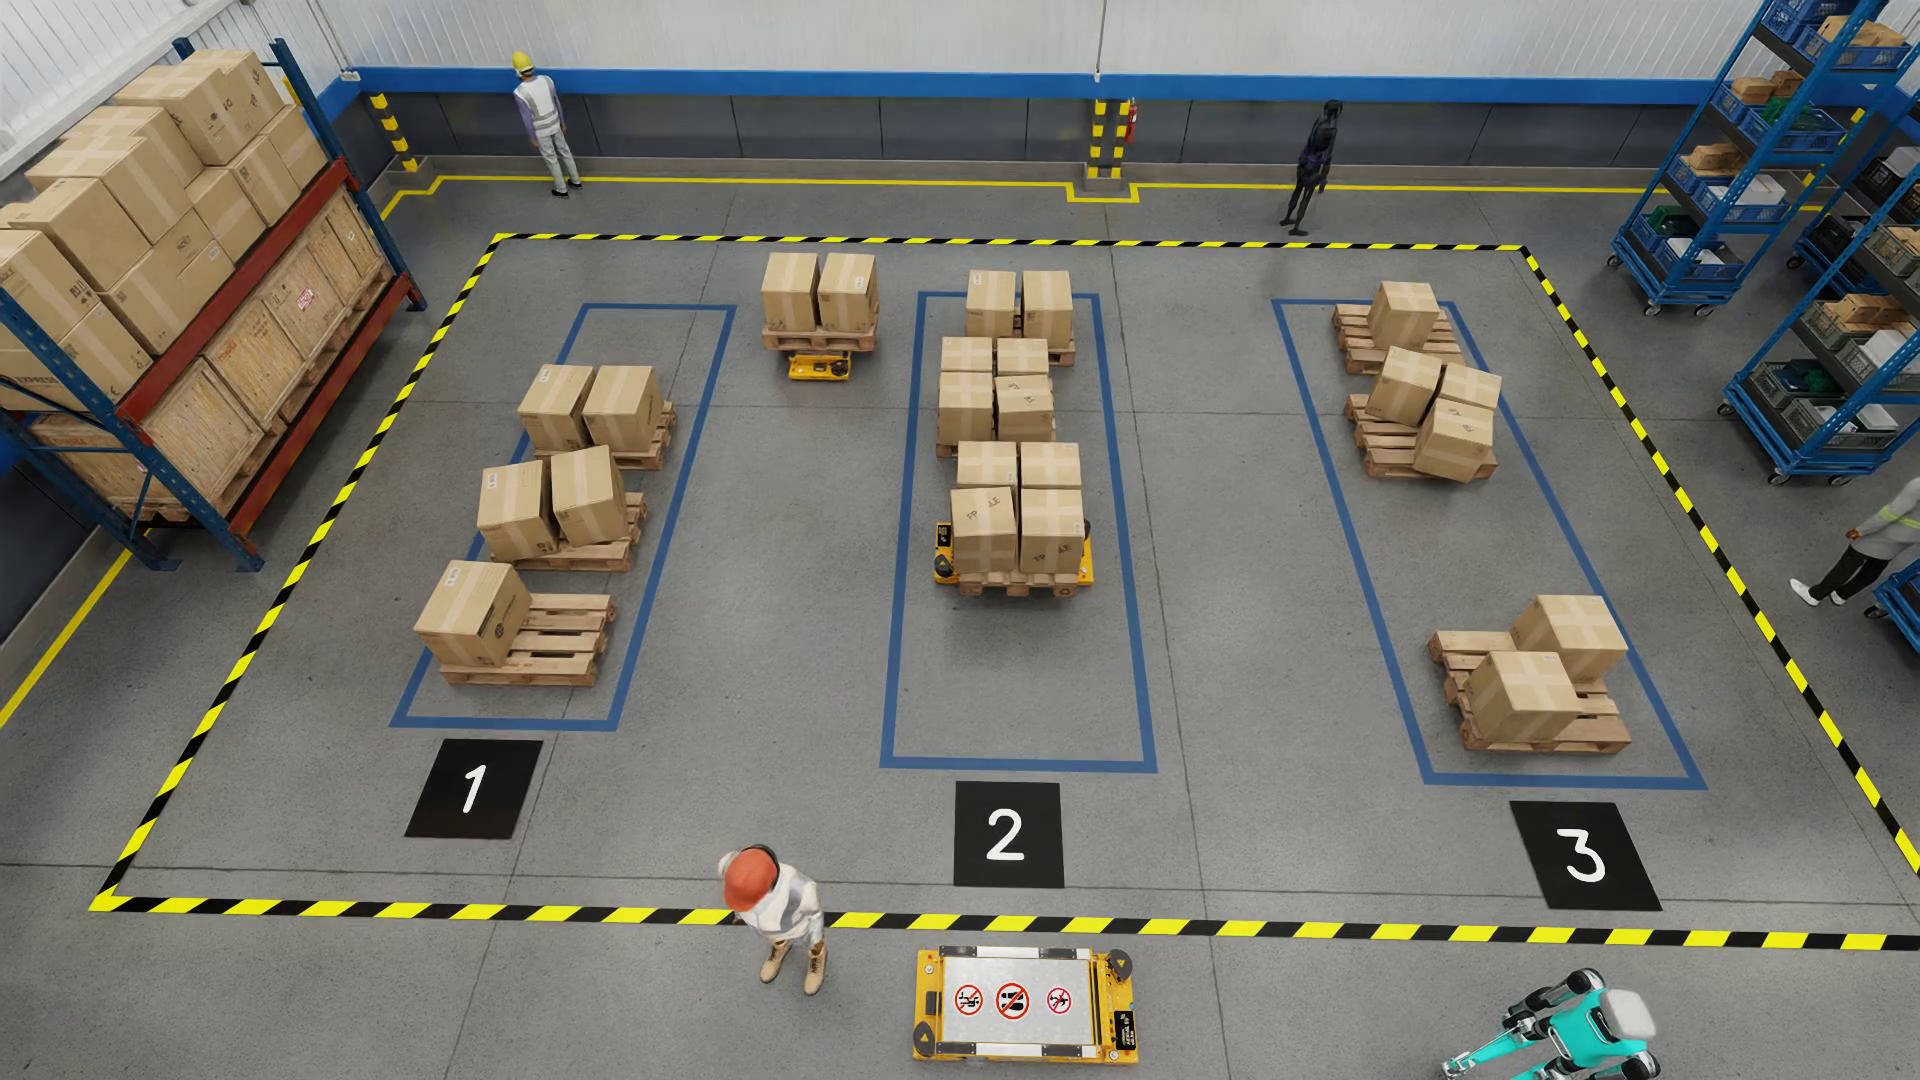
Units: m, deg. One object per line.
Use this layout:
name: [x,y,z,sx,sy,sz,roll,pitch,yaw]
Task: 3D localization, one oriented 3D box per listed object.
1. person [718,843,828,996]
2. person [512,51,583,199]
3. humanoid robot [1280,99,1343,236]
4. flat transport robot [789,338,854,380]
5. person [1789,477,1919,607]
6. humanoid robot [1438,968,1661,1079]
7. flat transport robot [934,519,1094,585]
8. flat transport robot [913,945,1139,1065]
person: [-1.096,2.286,5.486,0.604,2.033,0.388,13,52,11]
person: [-5.358,-5.329,11.820,0.404,1.830,0.601,25,55,19]
humanoid robot: [4.359,-4.611,11.326,0.315,1.657,0.599,-7,51,-6]
flat transport robot: [-1.527,-2.359,10.391,0.652,0.197,1.431,1,51,1]
person: [7.689,-0.108,7.552,0.590,1.851,0.400,2,51,2]
humanoid robot: [3.101,2.891,5.097,0.735,1.673,0.533,-11,52,-9]
flat transport robot: [0.490,0.087,8.397,1.431,0.197,0.652,1,51,1]
flat transport robot: [0.422,3.041,6.007,1.431,0.231,0.659,1,51,1]
